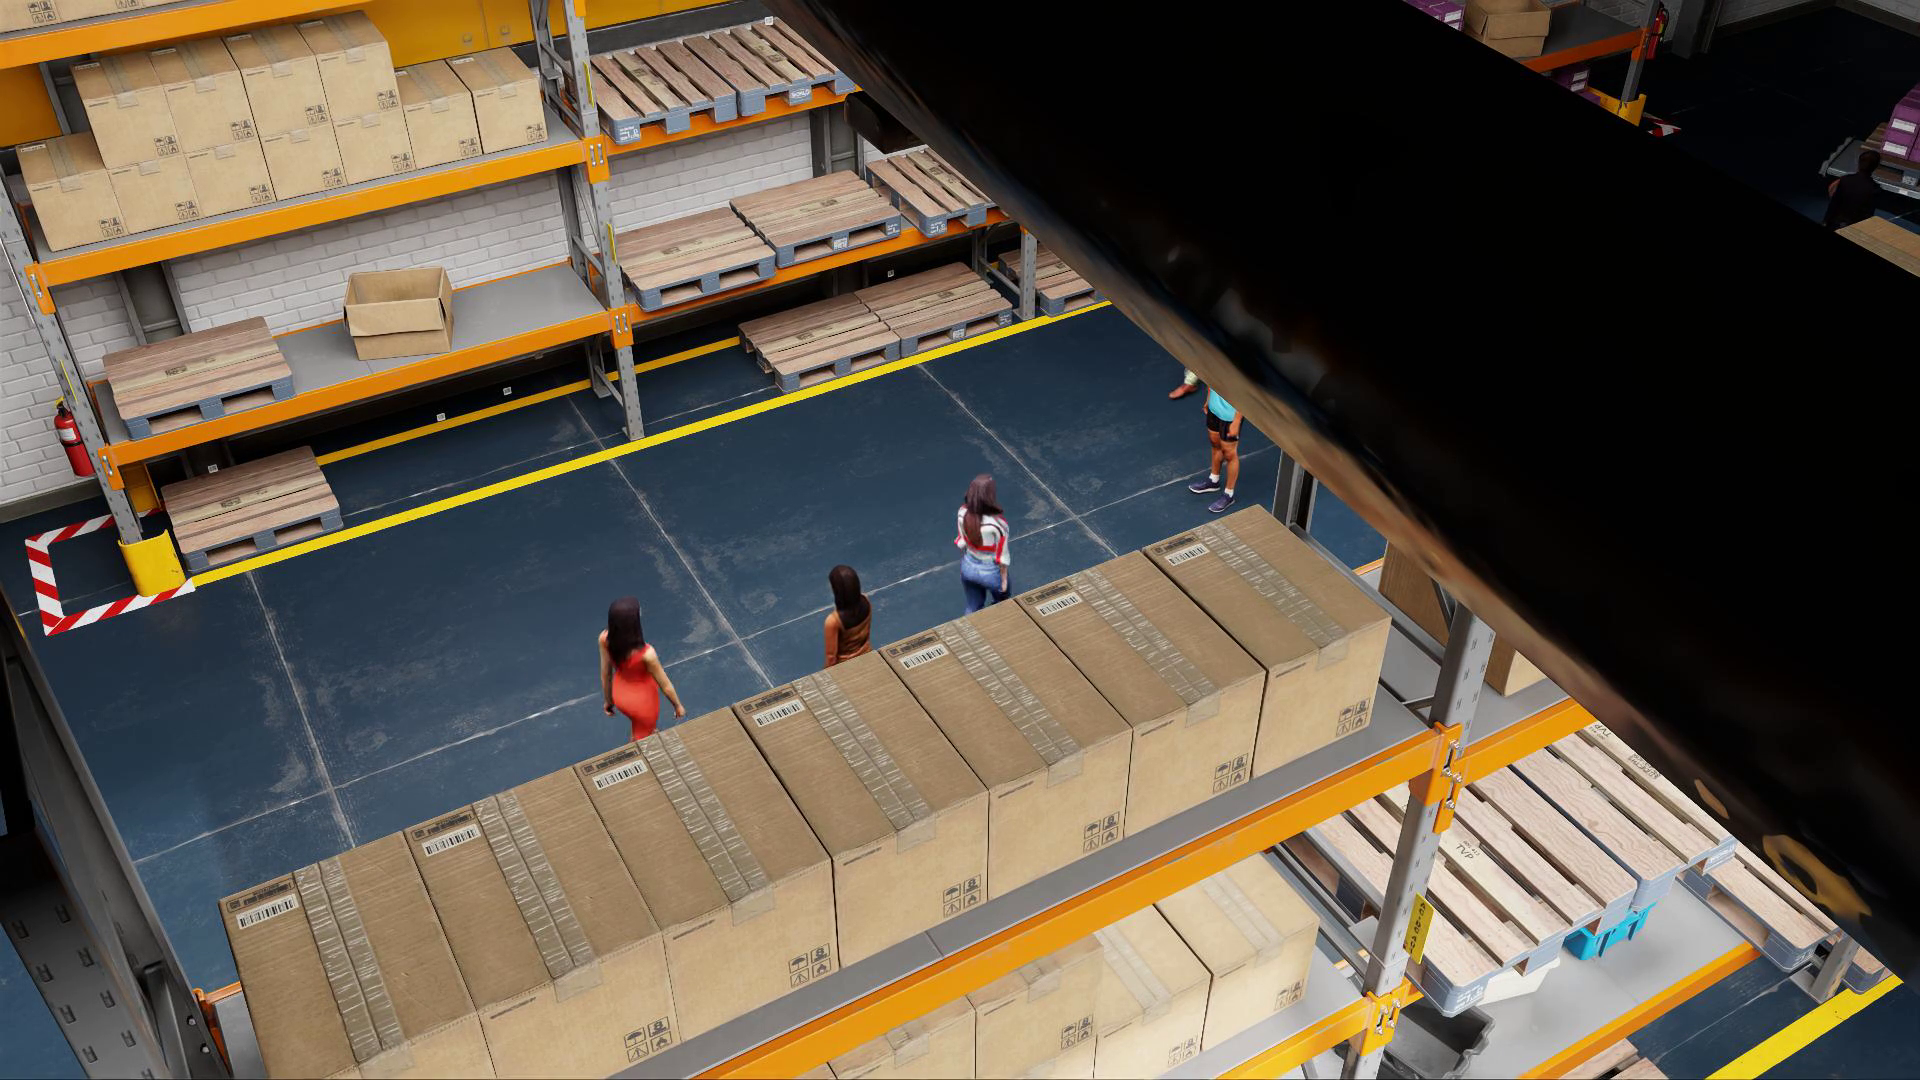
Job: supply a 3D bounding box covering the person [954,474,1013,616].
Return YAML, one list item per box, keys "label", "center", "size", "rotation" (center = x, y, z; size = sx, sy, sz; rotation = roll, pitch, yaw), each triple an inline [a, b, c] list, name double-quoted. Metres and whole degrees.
- label: "person"
  center: [0.121, 0.264, 11.728]
  size: [0.710, 1.601, 0.729]
  rotation: [21, 43, 24]

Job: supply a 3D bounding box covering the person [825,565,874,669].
- label: "person"
  center: [-0.711, 0.858, 10.918]
  size: [0.699, 1.684, 0.588]
  rotation: [22, 44, 25]

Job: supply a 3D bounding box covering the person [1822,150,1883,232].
- label: "person"
  center: [8.283, -2.857, 15.620]
  size: [0.752, 1.622, 0.927]
  rotation: [31, 48, 33]

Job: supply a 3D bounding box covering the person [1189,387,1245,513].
- label: "person"
  center: [2.130, -1.044, 13.226]
  size: [0.543, 1.776, 0.627]
  rotation: [-16, 41, -19]

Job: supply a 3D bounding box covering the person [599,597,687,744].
- label: "person"
  center: [-2.110, 1.100, 10.613]
  size: [0.938, 1.688, 1.087]
  rotation: [18, 42, 21]
